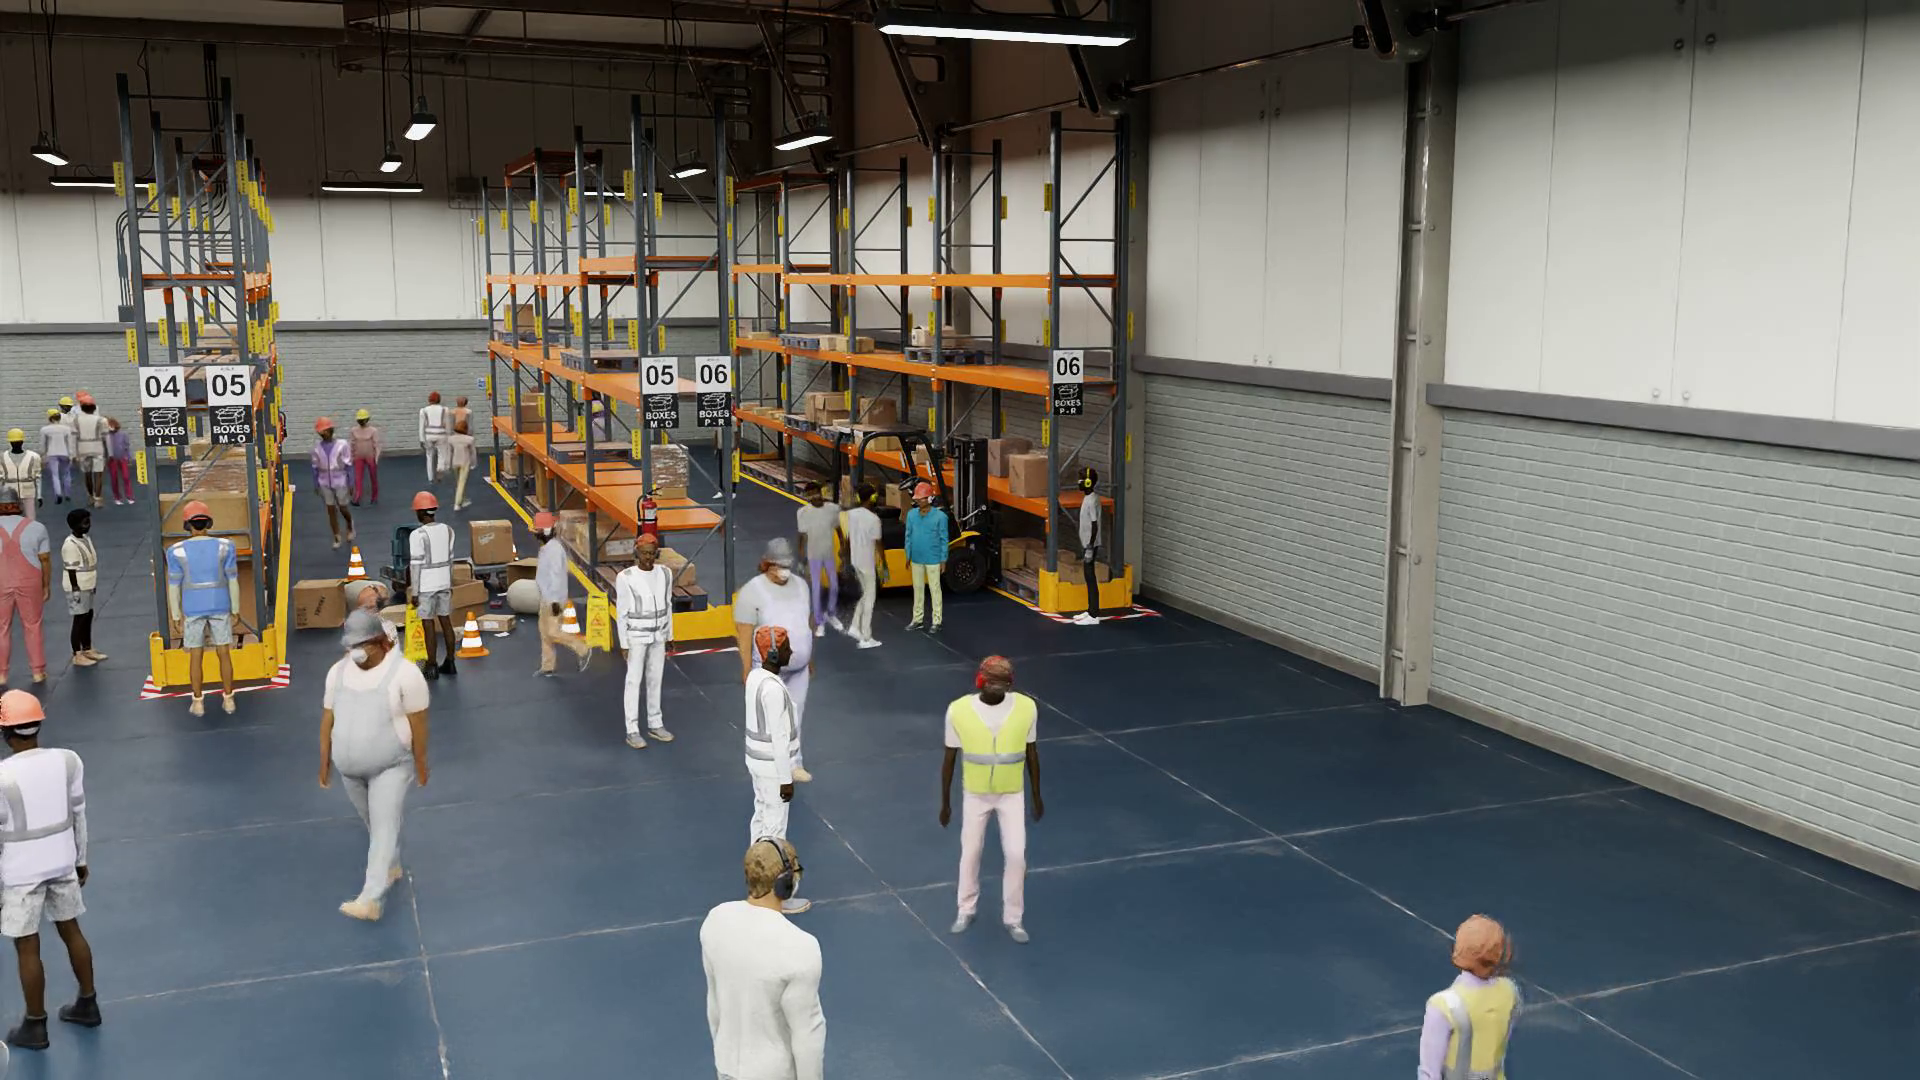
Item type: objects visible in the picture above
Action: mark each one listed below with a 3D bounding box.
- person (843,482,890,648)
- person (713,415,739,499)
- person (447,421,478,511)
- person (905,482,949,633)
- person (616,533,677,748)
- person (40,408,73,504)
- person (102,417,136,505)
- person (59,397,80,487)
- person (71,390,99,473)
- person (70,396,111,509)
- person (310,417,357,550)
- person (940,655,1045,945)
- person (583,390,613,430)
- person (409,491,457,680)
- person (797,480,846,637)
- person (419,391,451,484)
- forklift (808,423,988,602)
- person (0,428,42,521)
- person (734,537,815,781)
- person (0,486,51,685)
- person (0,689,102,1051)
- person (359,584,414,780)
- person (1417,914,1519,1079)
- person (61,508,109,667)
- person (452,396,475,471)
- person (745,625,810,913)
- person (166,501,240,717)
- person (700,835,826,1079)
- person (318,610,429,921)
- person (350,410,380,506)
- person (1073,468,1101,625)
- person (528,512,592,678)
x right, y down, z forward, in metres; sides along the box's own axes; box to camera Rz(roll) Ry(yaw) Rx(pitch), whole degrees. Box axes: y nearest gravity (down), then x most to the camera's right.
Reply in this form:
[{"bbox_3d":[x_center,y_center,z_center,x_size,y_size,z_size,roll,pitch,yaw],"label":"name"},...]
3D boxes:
[{"bbox_3d":[-1.037,0.285,18.452,0.375,1.853,0.556,-8,12,-41],"label":"person"},{"bbox_3d":[-4.333,-1.683,30.794,0.514,1.866,0.332,4,10,26],"label":"person"},{"bbox_3d":[-8.808,-1.315,29.376,0.504,1.577,0.846,1,9,8],"label":"person"},{"bbox_3d":[-0.405,0.201,19.282,0.568,1.750,0.342,5,10,30],"label":"person"},{"bbox_3d":[-2.757,0.871,14.662,0.358,1.881,0.574,9,13,44],"label":"person"},{"bbox_3d":[-16.403,-1.529,30.266,0.518,1.726,0.762,-7,12,-39],"label":"person"},{"bbox_3d":[-15.083,-1.393,29.813,0.531,1.597,0.743,-7,11,-38],"label":"person"},{"bbox_3d":[-17.522,-1.928,32.658,0.329,1.765,0.526,-2,9,-14],"label":"person"},{"bbox_3d":[-18.339,-2.270,34.882,0.576,1.740,0.349,-2,9,-12],"label":"person"},{"bbox_3d":[-15.471,-1.567,29.673,0.617,1.988,1.013,-2,9,-14],"label":"person"},{"bbox_3d":[-9.498,-0.867,25.207,0.610,2.016,0.575,-1,9,-3],"label":"person"},{"bbox_3d":[0.209,1.591,10.334,0.646,1.824,0.510,-1,9,-6],"label":"person"},{"bbox_3d":[-7.376,-2.157,33.857,0.621,1.843,0.429,-5,10,-28],"label":"person"},{"bbox_3d":[-5.434,0.463,17.085,0.384,1.931,0.542,5,10,29],"label":"person"},{"bbox_3d":[-1.595,0.194,19.087,0.584,1.831,0.623,-2,9,-11],"label":"person"},{"bbox_3d":[-10.355,-2.004,32.798,0.617,1.870,0.617,-3,9,-16],"label":"person"},{"bbox_3d":[-0.830,-0.399,21.676,2.313,2.155,1.214,-4,10,-21],"label":"forklift"},{"bbox_3d":[-13.647,-0.661,24.156,0.586,1.930,0.358,-4,10,-25],"label":"person"},{"bbox_3d":[-1.460,0.967,13.560,0.701,2.000,0.538,-7,11,-37],"label":"person"},{"bbox_3d":[-9.593,0.441,16.871,0.685,2.000,0.535,-5,11,-31],"label":"person"},{"bbox_3d":[-4.989,1.756,8.965,0.394,1.928,0.549,5,10,29],"label":"person"},{"bbox_3d":[-4.730,1.172,13.518,0.514,1.645,0.309,5,10,27],"label":"person"},{"bbox_3d":[1.931,2.267,6.706,0.544,1.604,0.631,-6,11,-33],"label":"person"},{"bbox_3d":[-9.305,0.500,17.609,0.322,1.685,0.542,-1,9,-8],"label":"person"},{"bbox_3d":[-10.515,-2.239,35.118,0.526,1.603,0.837,2,9,10],"label":"person"},{"bbox_3d":[-1.209,1.482,10.817,0.355,1.883,0.575,-4,10,-23],"label":"person"},{"bbox_3d":[-7.095,0.644,15.621,0.607,2.035,0.408,-5,10,-28],"label":"person"},{"bbox_3d":[-0.779,2.123,6.650,0.625,1.930,0.380,8,12,40],"label":"person"},{"bbox_3d":[-3.875,1.399,10.840,0.696,2.000,1.032,2,9,14],"label":"person"},{"bbox_3d":[-10.670,-1.454,29.760,0.548,1.720,0.868,0,9,0],"label":"person"},{"bbox_3d":[1.514,0.074,19.720,0.313,1.869,0.538,0,9,2],"label":"person"},{"bbox_3d":[-4.139,0.563,17.071,0.547,1.732,0.592,-5,11,-31],"label":"person"}]
